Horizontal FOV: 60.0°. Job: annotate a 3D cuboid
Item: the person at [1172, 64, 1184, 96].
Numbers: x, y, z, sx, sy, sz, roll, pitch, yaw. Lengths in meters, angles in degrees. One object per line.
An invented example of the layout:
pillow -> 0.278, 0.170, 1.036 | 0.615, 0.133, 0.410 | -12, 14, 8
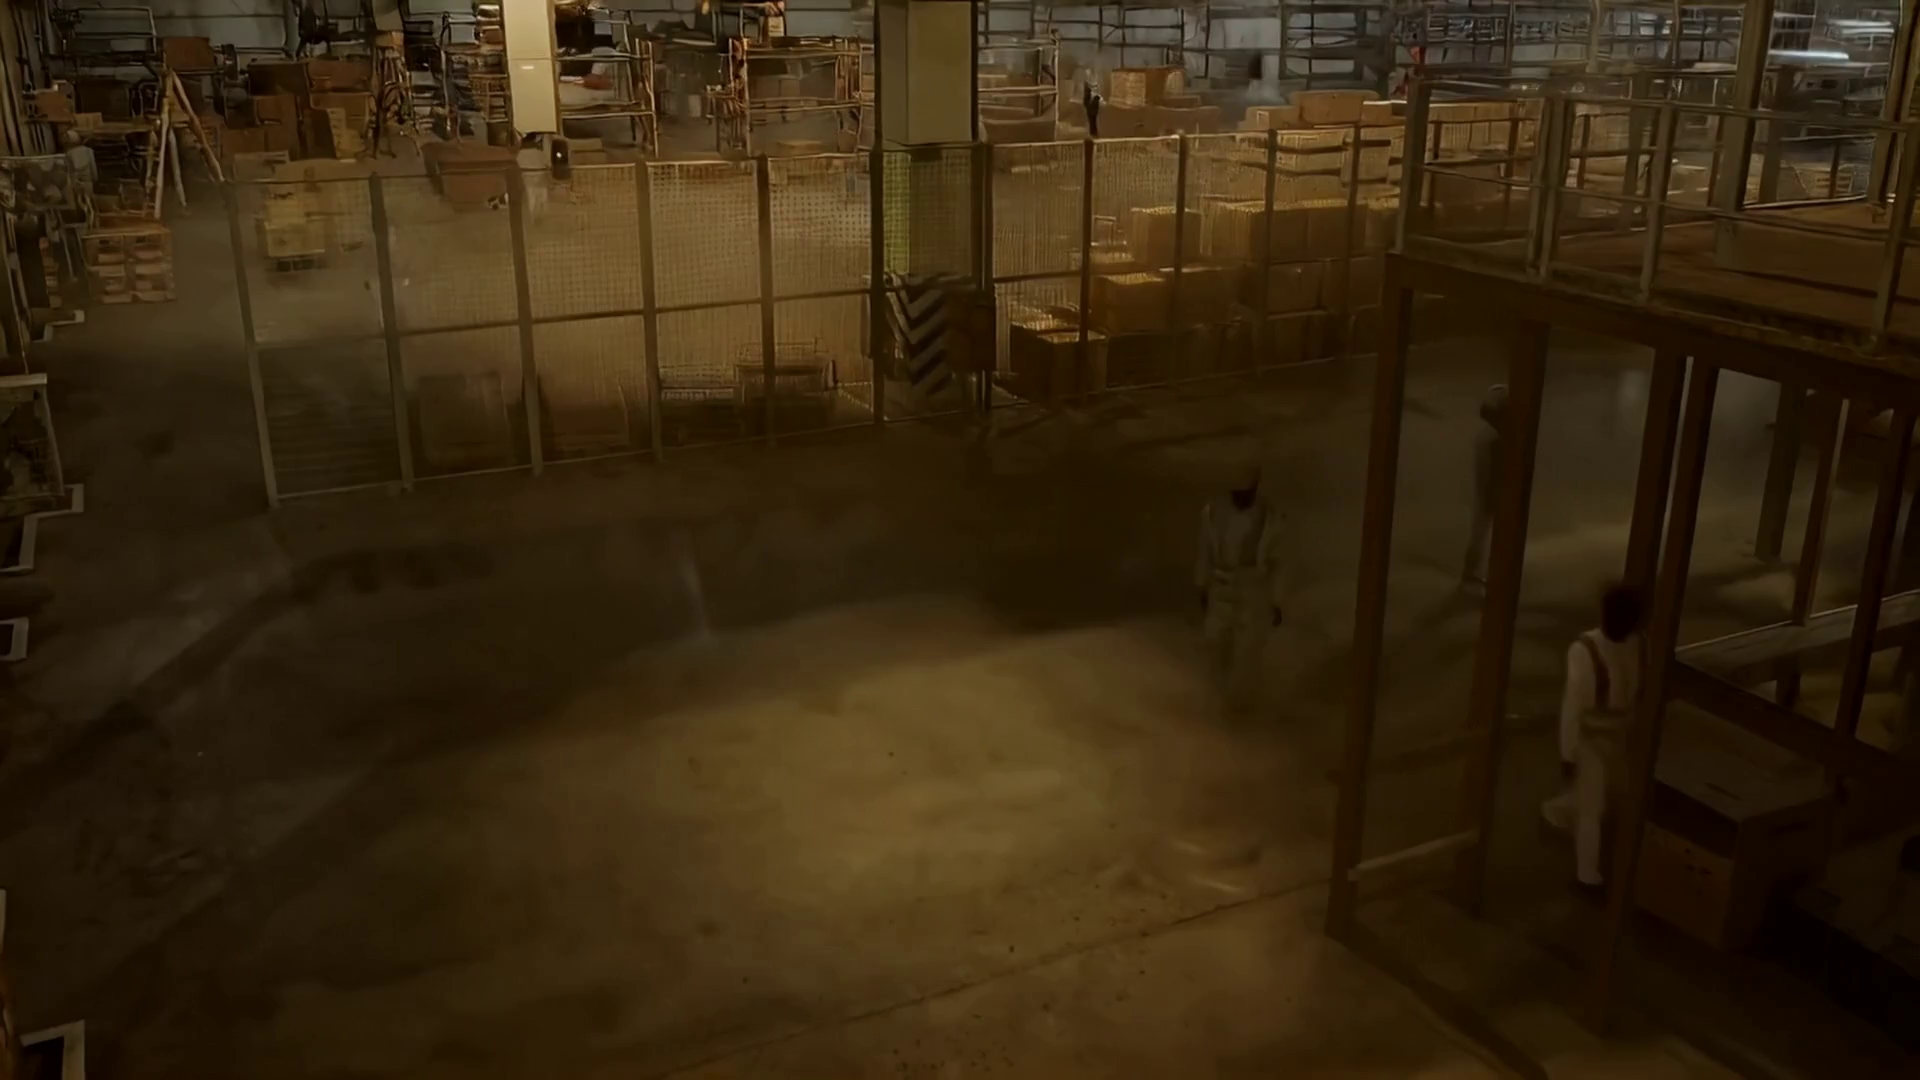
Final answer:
person -> 7.241, -15.051, 55.874 | 0.887, 1.851, 0.573 | -4, 20, -13

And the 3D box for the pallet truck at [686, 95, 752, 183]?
pallet truck -> -5.836, -9.608, 39.856 | 0.823, 1.965, 1.885 | 10, 22, 27

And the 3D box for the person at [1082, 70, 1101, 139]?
person -> 3.898, -12.933, 49.429 | 0.537, 2.000, 0.682 | -3, 19, -8

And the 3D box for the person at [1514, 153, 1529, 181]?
person -> 9.786, -5.815, 29.081 | 0.580, 1.851, 0.537 | 12, 22, 30

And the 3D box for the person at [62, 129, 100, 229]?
person -> -17.225, -7.068, 32.598 | 0.369, 1.925, 0.594 | 14, 23, 35

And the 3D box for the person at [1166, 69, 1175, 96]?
person -> 7.101, -15.243, 56.764 | 0.706, 1.611, 0.511 | -4, 19, -12

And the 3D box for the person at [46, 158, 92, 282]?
person -> -14.509, -5.221, 27.143 | 0.623, 1.992, 0.396 | -18, 26, -41

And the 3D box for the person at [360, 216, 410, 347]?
person -> -7.840, -3.616, 22.798 | 0.629, 1.810, 0.880 | -3, 19, -8

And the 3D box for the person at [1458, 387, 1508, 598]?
person -> 4.305, -0.402, 13.551 | 0.322, 1.742, 0.493 | 5, 20, 15

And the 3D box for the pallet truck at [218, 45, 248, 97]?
pallet truck -> -28.879, -18.665, 66.111 | 0.823, 1.965, 1.885 | -3, 19, -9

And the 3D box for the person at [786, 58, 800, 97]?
person -> -6.219, -17.166, 61.853 | 0.372, 1.940, 0.631 | 18, 26, 42

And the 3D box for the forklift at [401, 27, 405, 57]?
forklift -> -20.650, -17.285, 60.777 | 1.129, 2.768, 1.873 | -17, 26, -41

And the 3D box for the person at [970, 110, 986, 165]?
person -> 0.240, -8.660, 37.256 | 0.647, 1.892, 0.968 | -9, 21, -24

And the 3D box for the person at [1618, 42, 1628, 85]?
person -> 28.789, -20.595, 71.939 | 0.430, 1.845, 0.620 | -14, 23, -35

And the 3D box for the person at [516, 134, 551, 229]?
person -> -8.323, -7.013, 32.585 | 0.657, 1.828, 0.455 | 2, 19, 7

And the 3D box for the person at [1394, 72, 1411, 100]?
person -> 13.648, -13.425, 51.090 | 0.612, 1.885, 0.615 | 4, 20, 13

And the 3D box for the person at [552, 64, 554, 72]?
person -> -15.895, -17.932, 64.135 | 0.644, 1.890, 0.958 | -14, 24, -35

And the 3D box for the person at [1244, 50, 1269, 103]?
person -> 11.204, -17.443, 62.637 | 0.961, 1.938, 0.674 | 15, 24, 36

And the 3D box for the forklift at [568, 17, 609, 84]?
forklift -> -16.110, -21.315, 72.458 | 1.873, 2.768, 1.129 | -9, 21, -25

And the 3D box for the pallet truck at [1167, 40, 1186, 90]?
pallet truck -> 9.045, -19.971, 69.895 | 0.823, 1.965, 1.885 | -3, 19, -8

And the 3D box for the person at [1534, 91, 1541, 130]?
person -> 18.085, -13.366, 51.283 | 0.534, 1.659, 0.889 | -5, 20, -14

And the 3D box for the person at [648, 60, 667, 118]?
person -> -10.371, -15.423, 56.854 | 0.789, 1.894, 0.603 | 13, 23, 33

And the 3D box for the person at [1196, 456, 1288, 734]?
person -> 1.856, 0.361, 11.065 | 0.607, 1.933, 0.426 | 7, 20, 18

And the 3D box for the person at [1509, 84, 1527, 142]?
person -> 15.976, -12.185, 47.487 | 0.556, 1.905, 0.944 | -10, 21, -26

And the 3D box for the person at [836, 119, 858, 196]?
person -> -2.544, -8.608, 37.426 | 0.549, 1.688, 0.323 | 8, 21, 22

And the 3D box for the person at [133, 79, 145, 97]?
person -> -25.278, -13.409, 51.433 | 0.519, 1.633, 0.314 | 7, 20, 20

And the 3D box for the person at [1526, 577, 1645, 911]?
person -> 3.442, 1.067, 9.116 | 0.582, 1.865, 0.666 | -11, 22, -30

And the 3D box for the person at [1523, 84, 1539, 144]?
person -> 15.686, -11.593, 45.801 | 0.328, 1.872, 0.510 | 17, 26, 41
